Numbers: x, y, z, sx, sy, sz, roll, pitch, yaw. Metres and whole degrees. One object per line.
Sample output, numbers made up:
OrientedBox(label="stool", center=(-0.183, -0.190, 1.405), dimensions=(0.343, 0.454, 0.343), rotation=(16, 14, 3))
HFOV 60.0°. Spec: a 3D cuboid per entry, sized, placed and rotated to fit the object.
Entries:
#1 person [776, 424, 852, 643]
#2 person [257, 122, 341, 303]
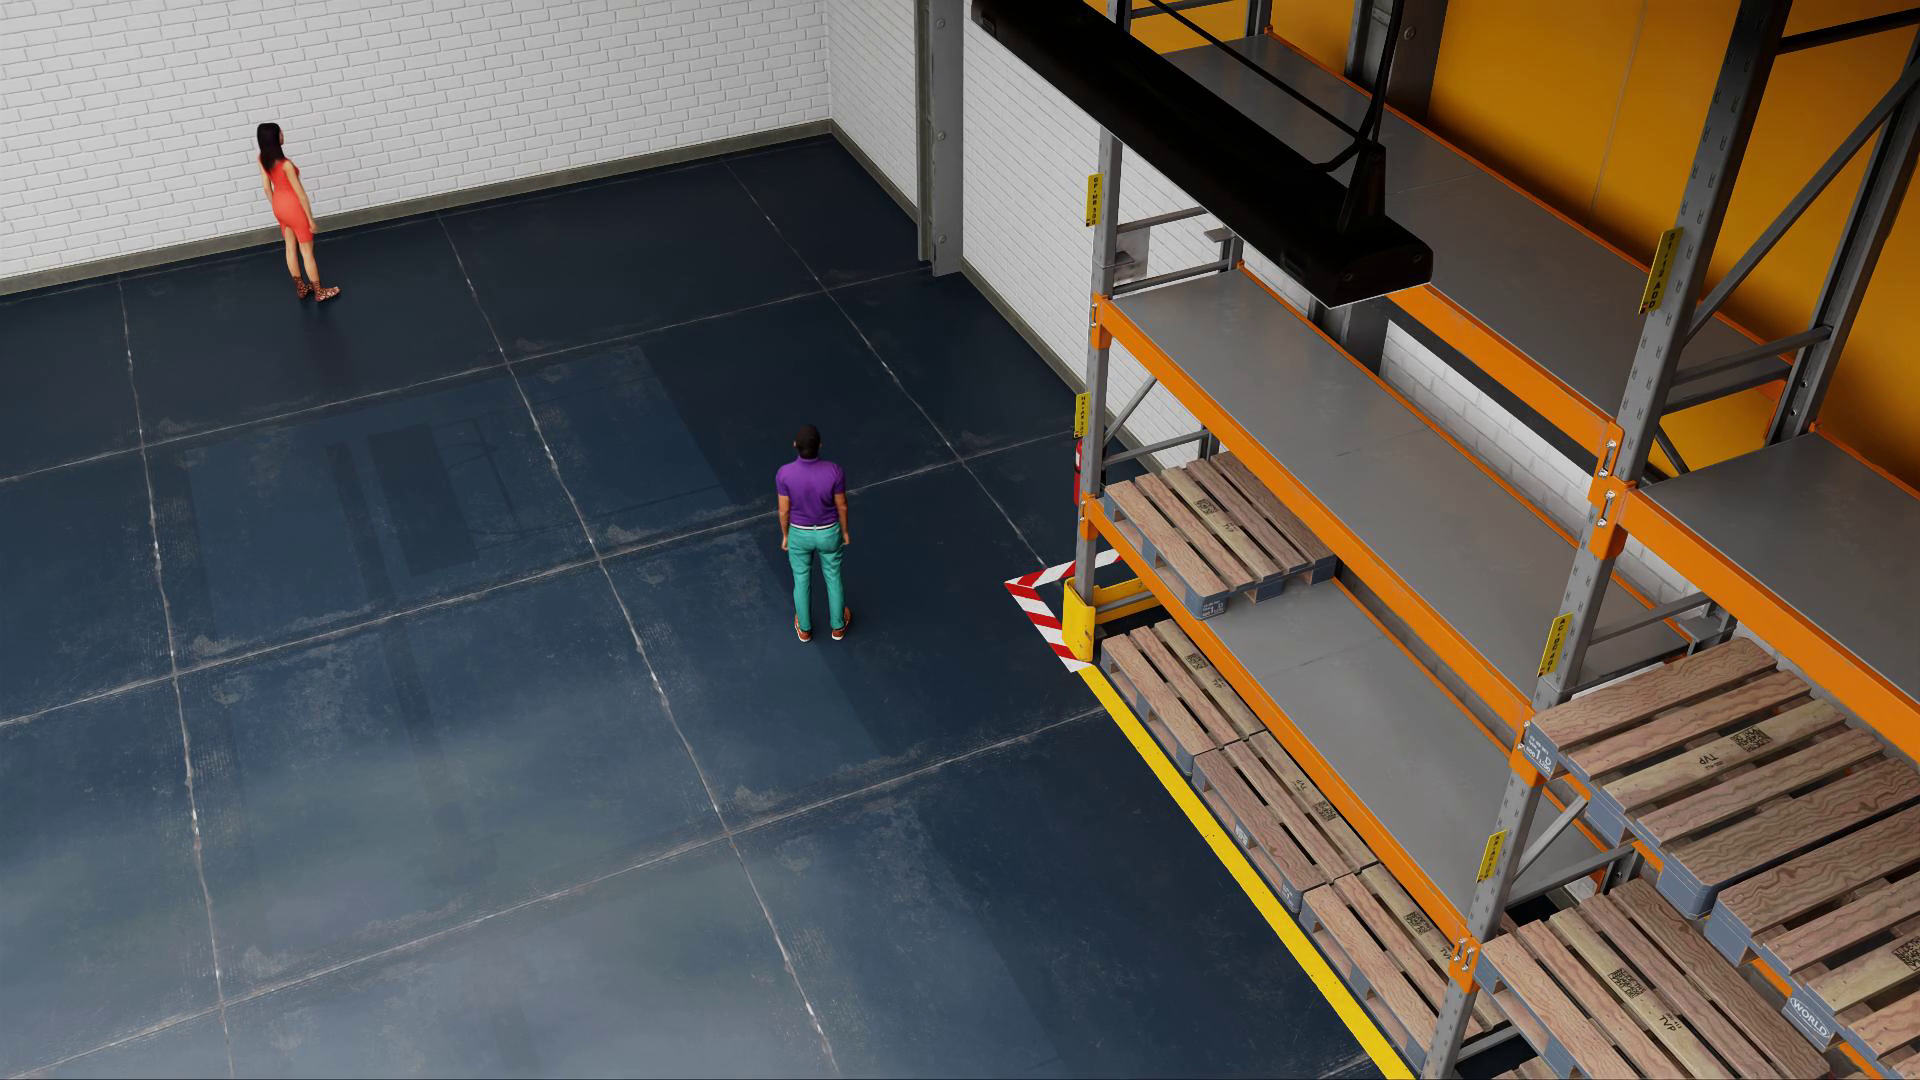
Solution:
OrientedBox(label="person", center=(-0.987, -0.043, 11.302), dimensions=(0.702, 1.768, 0.685), rotation=(-3, 39, -4))
OrientedBox(label="person", center=(-6.021, -2.949, 14.981), dimensions=(0.640, 1.718, 0.723), rotation=(17, 42, 20))
